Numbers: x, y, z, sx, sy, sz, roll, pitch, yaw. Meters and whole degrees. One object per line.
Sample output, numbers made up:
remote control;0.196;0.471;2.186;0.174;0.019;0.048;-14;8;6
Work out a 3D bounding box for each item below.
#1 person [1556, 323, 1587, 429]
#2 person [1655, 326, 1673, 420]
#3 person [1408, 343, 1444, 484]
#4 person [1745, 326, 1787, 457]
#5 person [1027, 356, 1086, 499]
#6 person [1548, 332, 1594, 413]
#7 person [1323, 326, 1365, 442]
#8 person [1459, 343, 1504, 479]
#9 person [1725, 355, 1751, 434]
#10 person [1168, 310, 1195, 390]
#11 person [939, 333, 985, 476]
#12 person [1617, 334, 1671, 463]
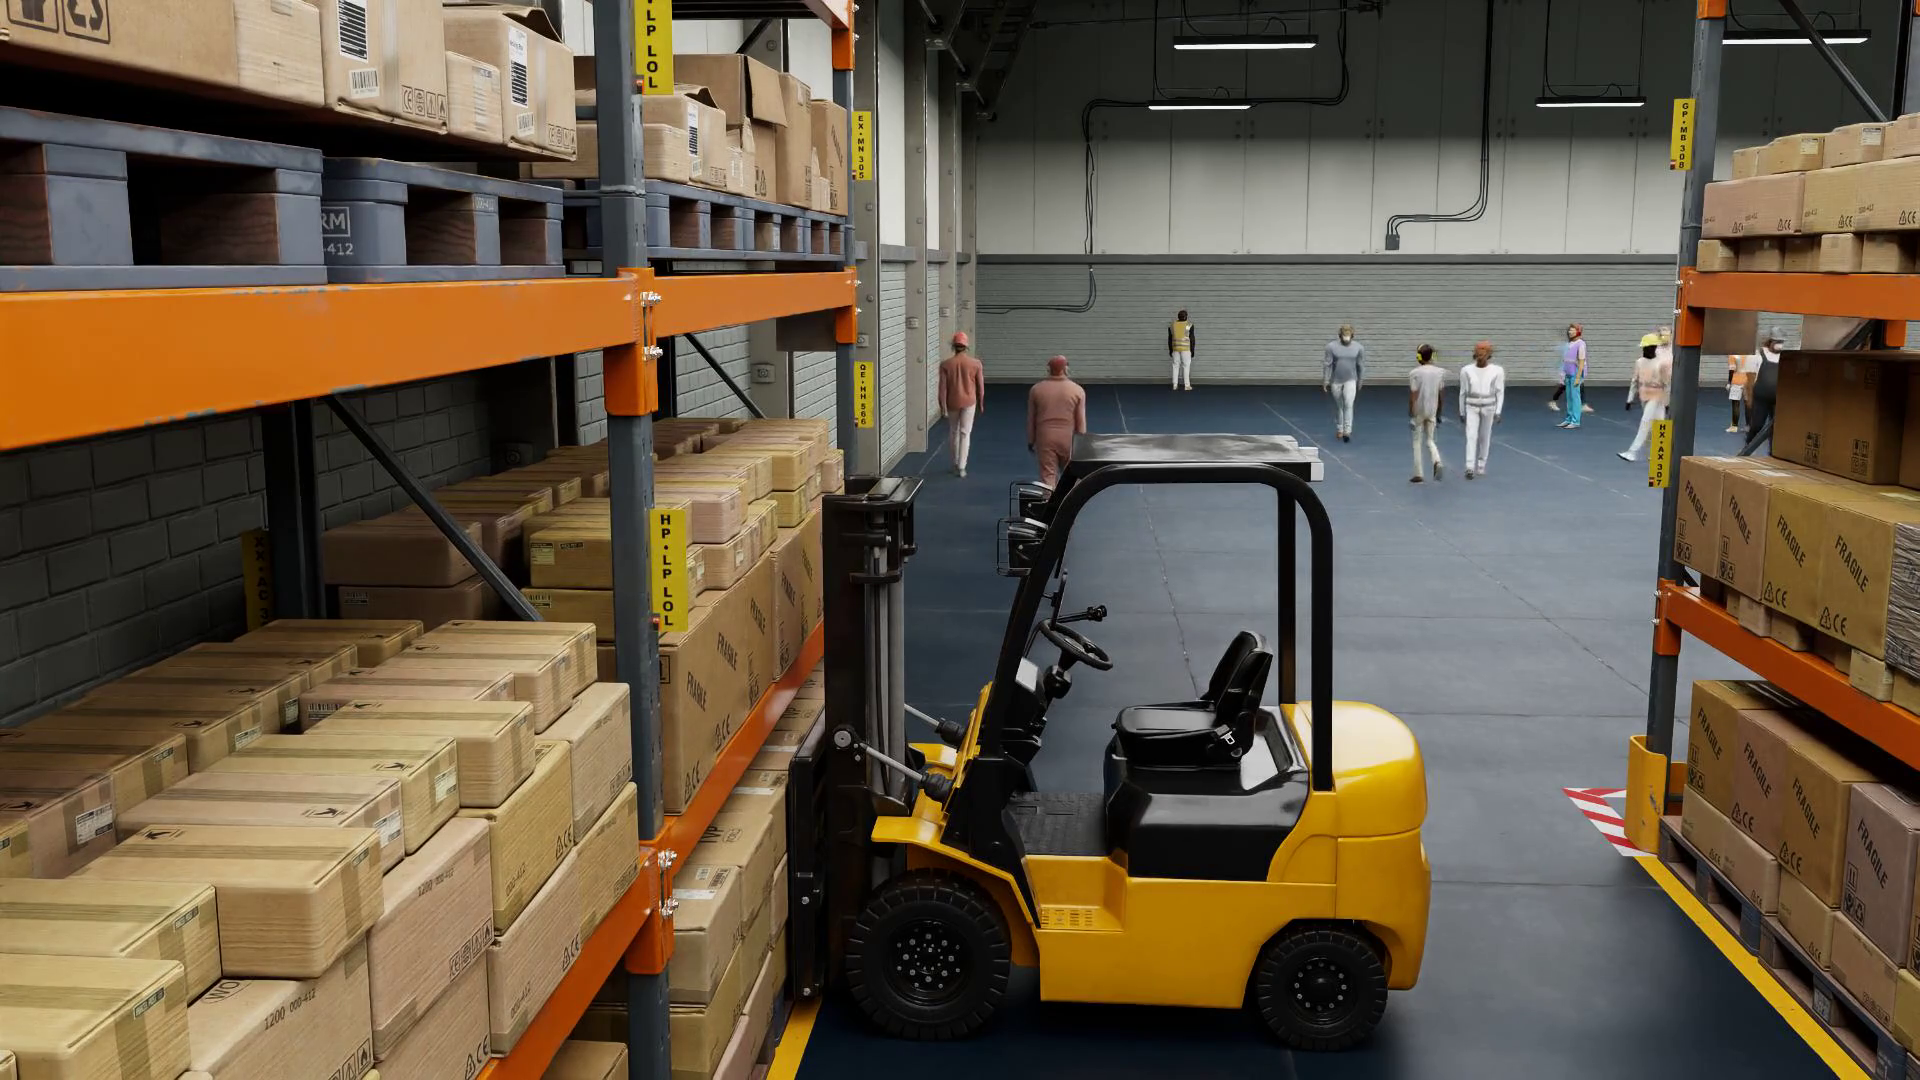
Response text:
person;10.808;-2.879;29.264;0.390;1.850;0.565;-1;9;-3
person;11.737;-2.639;27.768;0.642;1.872;0.929;1;9;5
person;6.104;-1.641;21.740;0.544;1.855;0.529;-2;10;-11
person;11.627;-2.087;23.889;0.688;2.000;0.697;1;9;8
person;1.067;-1.101;18.428;0.658;1.860;0.954;1;9;4
person;11.969;-3.324;32.555;0.874;1.655;0.540;8;13;41
person;6.278;-2.560;27.237;0.642;1.888;1.010;3;10;17
person;7.027;-1.741;22.467;0.571;1.825;1.030;3;10;19
person;13.346;-2.661;28.406;0.536;1.696;0.322;-1;9;-8
person;5.123;-4.378;38.372;0.633;1.841;0.429;5;10;26
person;0.025;-1.864;22.852;0.609;1.941;1.043;1;9;7
person;10.021;-2.063;24.262;1.002;1.869;0.610;-3;10;-19
